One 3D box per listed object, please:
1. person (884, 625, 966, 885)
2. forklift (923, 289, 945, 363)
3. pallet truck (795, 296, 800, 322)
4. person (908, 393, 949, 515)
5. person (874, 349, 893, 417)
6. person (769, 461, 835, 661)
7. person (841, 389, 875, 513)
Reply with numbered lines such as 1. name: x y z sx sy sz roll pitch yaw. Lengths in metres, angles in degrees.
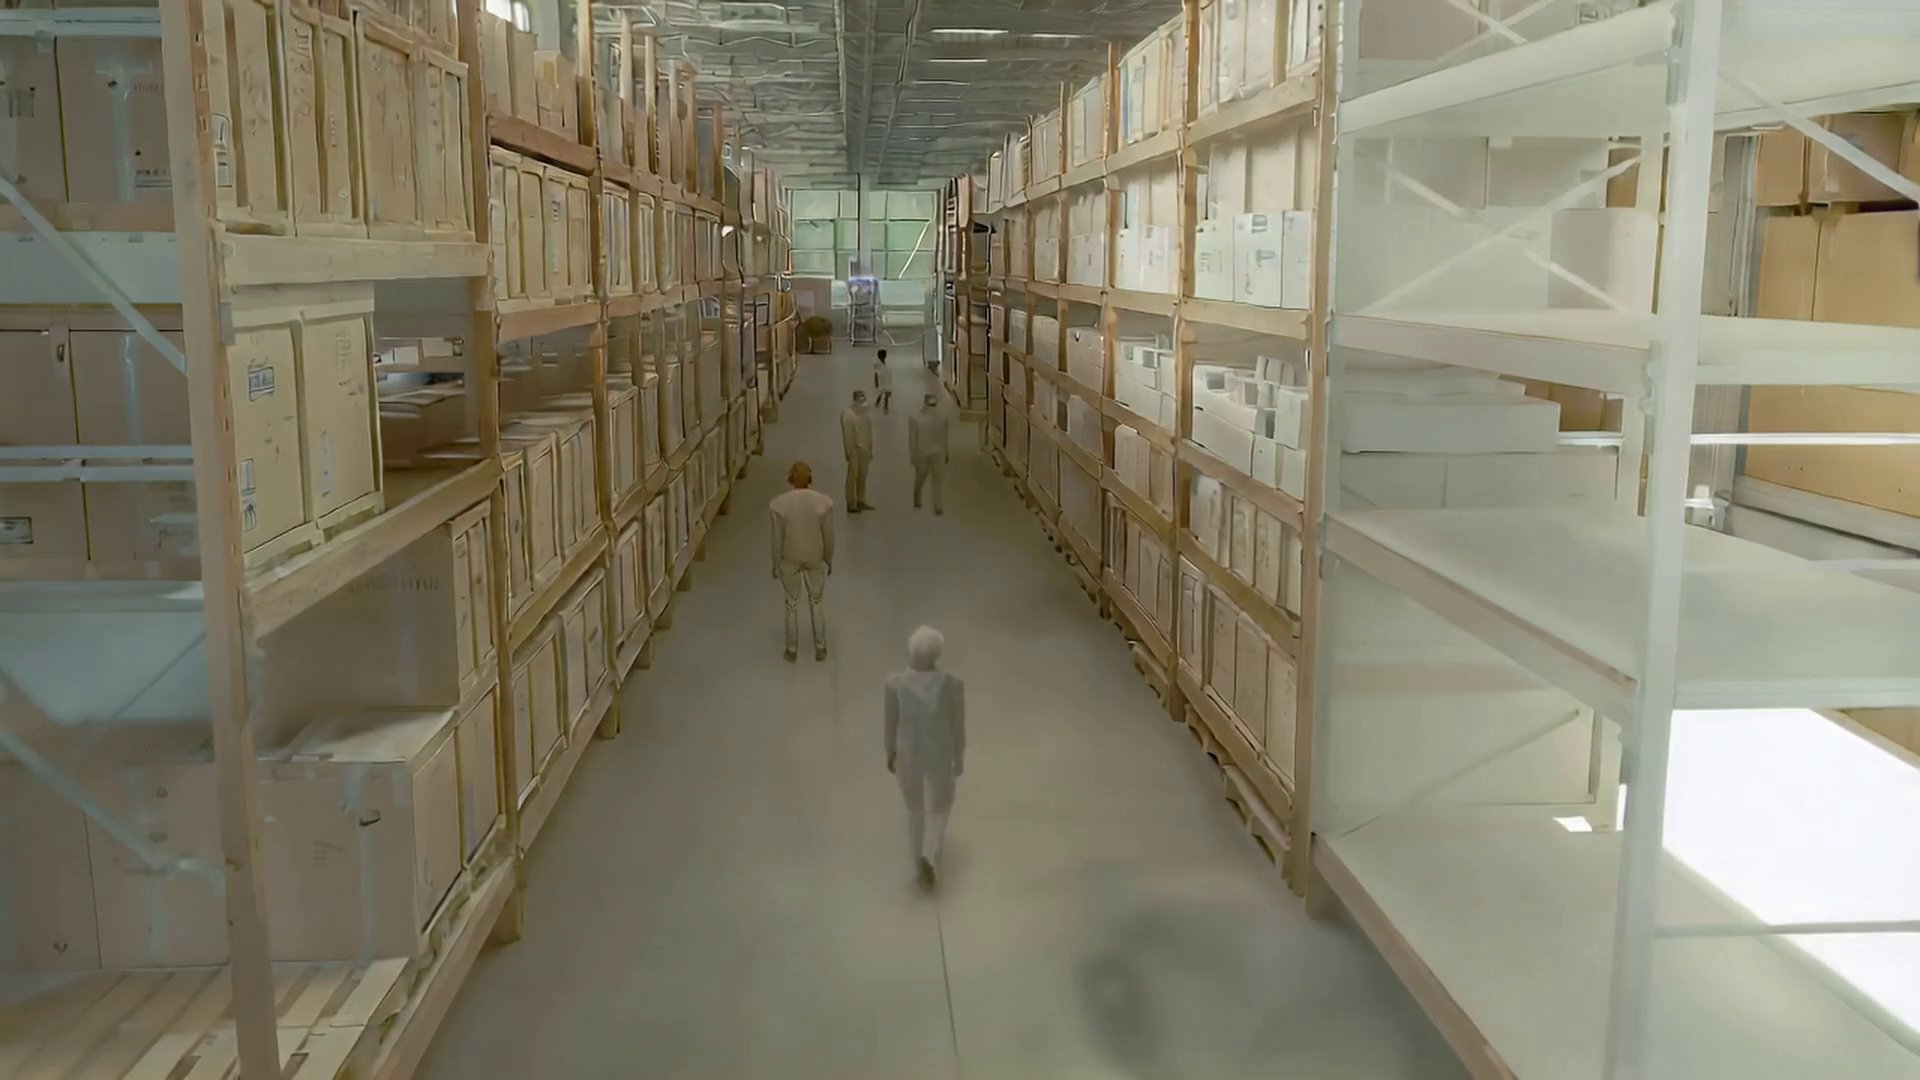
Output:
1. person: -0.228 1.341 10.218 0.519 1.624 0.527 2 10 11
2. forklift: -0.820 -8.149 63.143 1.129 2.768 1.873 -1 10 -3
3. pallet truck: -8.622 -12.439 91.403 1.885 1.965 0.823 2 10 13
4. person: -0.502 -1.340 25.497 0.655 1.877 0.768 -3 10 -17
5. person: -1.877 -3.882 41.205 0.557 1.675 0.561 -8 13 -40
6. person: -1.523 0.209 16.046 0.627 1.934 0.371 -2 10 -10
7. person: -1.534 -1.376 25.592 0.404 1.906 0.651 6 11 33
